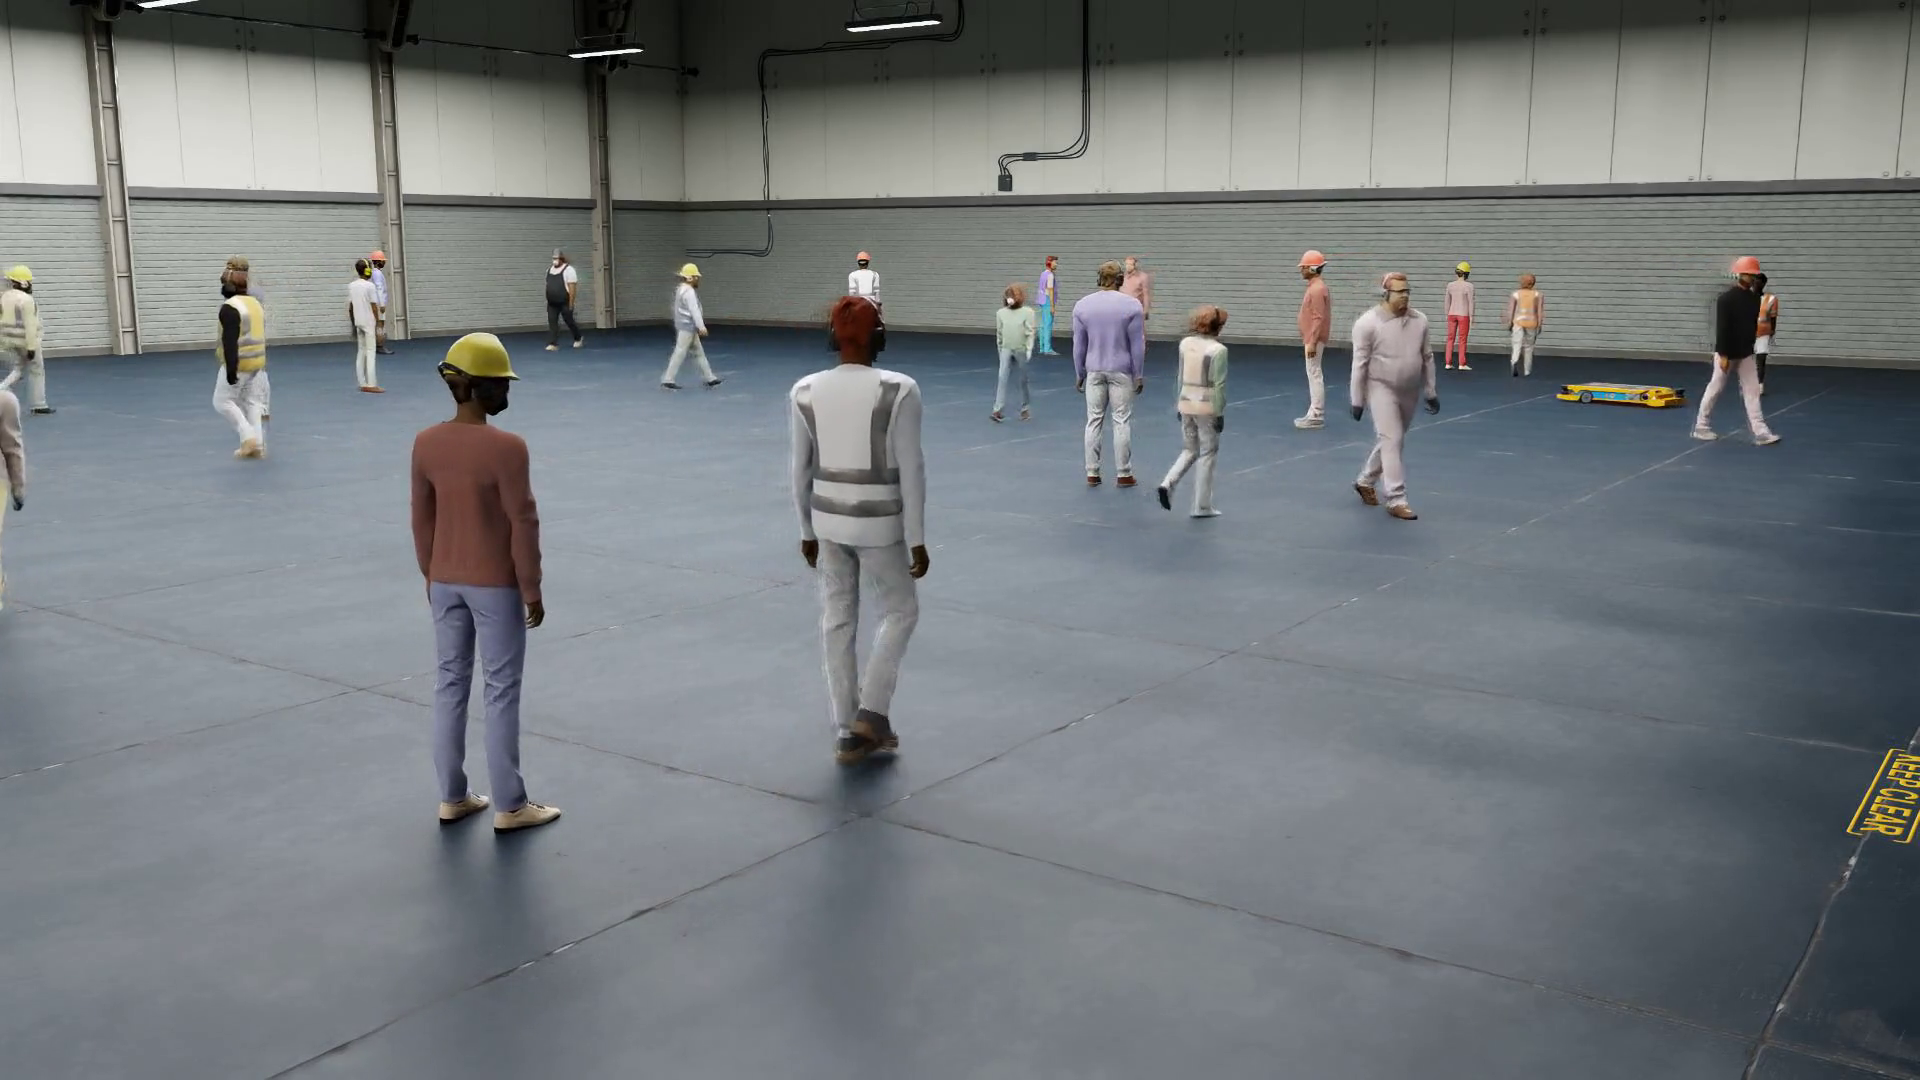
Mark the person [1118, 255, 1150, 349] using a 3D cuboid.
[{"bbox_3d":[2.992,-4.032,29.028,0.677,1.882,0.647,4,11,23],"label":"person"}]

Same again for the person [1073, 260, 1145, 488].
[{"bbox_3d":[1.269,-1.405,14.165,0.627,1.934,0.372,4,11,20],"label":"person"}]

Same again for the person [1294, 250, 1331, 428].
[{"bbox_3d":[3.968,-2.258,18.765,0.396,1.992,0.623,2,10,10],"label":"person"}]

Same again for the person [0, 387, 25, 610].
[{"bbox_3d":[-5.234,-0.300,8.864,0.500,1.610,0.716,-2,10,-11],"label":"person"}]

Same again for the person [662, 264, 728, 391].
[{"bbox_3d":[-3.797,-2.991,23.480,0.954,1.784,0.605,-3,10,-14],"label":"person"}]

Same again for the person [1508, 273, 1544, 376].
[{"bbox_3d":[8.803,-3.346,25.924,0.521,1.618,0.709,5,11,24],"label":"person"}]

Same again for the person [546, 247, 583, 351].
[{"bbox_3d":[-7.769,-4.732,32.493,0.684,2.000,0.917,4,11,22],"label":"person"}]

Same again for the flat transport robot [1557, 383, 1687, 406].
[{"bbox_3d":[8.578,-1.897,21.570,0.652,0.197,1.431,-10,14,-43],"label":"flat transport robot"}]

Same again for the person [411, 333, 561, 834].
[{"bbox_3d":[-1.690,0.153,5.907,0.531,1.765,0.327,5,11,27],"label":"person"}]

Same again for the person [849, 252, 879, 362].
[{"bbox_3d":[-1.685,-4.079,29.126,0.547,1.938,0.378,-3,10,-15],"label":"person"}]

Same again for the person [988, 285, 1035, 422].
[{"bbox_3d":[0.624,-2.160,19.356,0.507,1.587,0.859,4,11,21],"label":"person"}]

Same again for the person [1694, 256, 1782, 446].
[{"bbox_3d":[8.069,-1.959,17.251,0.644,1.937,1.047,-4,11,-22],"label":"person"}]

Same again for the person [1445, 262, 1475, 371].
[{"bbox_3d":[8.203,-3.662,27.271,0.328,1.767,0.531,-8,13,-39],"label":"person"}]

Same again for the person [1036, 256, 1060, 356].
[{"bbox_3d":[1.627,-4.342,30.873,0.396,1.840,0.564,-2,10,-11],"label":"person"}]

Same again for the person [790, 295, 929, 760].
[{"bbox_3d":[-0.389,-0.039,6.676,0.613,1.870,0.416,4,11,21],"label":"person"}]

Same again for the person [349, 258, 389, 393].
[{"bbox_3d":[-8.243,-2.968,23.101,0.530,1.869,0.308,6,12,29],"label":"person"}]

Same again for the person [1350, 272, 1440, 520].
[{"bbox_3d":[3.319,-1.137,12.850,0.643,1.869,0.937,-5,11,-24],"label":"person"}]

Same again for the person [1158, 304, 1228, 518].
[{"bbox_3d":[1.781,-0.957,12.505,0.442,1.622,0.525,-7,12,-35],"label":"person"}]

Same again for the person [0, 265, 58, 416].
[{"bbox_3d":[-11.273,-2.374,19.907,0.590,1.819,0.659,5,11,28],"label":"person"}]

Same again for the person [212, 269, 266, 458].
[{"bbox_3d":[-6.905,-1.672,15.956,0.458,1.823,0.649,1,10,4],"label":"person"}]

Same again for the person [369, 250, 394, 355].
[{"bbox_3d":[-10.858,-4.441,31.151,0.357,1.937,0.551,-6,12,-29],"label":"person"}]

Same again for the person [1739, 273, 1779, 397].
[{"bbox_3d":[10.866,-2.799,22.692,0.576,1.689,0.477,4,11,22],"label":"person"}]

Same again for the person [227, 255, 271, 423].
[{"bbox_3d":[-8.215,-2.301,19.176,0.629,1.936,0.372,9,13,40],"label":"person"}]
